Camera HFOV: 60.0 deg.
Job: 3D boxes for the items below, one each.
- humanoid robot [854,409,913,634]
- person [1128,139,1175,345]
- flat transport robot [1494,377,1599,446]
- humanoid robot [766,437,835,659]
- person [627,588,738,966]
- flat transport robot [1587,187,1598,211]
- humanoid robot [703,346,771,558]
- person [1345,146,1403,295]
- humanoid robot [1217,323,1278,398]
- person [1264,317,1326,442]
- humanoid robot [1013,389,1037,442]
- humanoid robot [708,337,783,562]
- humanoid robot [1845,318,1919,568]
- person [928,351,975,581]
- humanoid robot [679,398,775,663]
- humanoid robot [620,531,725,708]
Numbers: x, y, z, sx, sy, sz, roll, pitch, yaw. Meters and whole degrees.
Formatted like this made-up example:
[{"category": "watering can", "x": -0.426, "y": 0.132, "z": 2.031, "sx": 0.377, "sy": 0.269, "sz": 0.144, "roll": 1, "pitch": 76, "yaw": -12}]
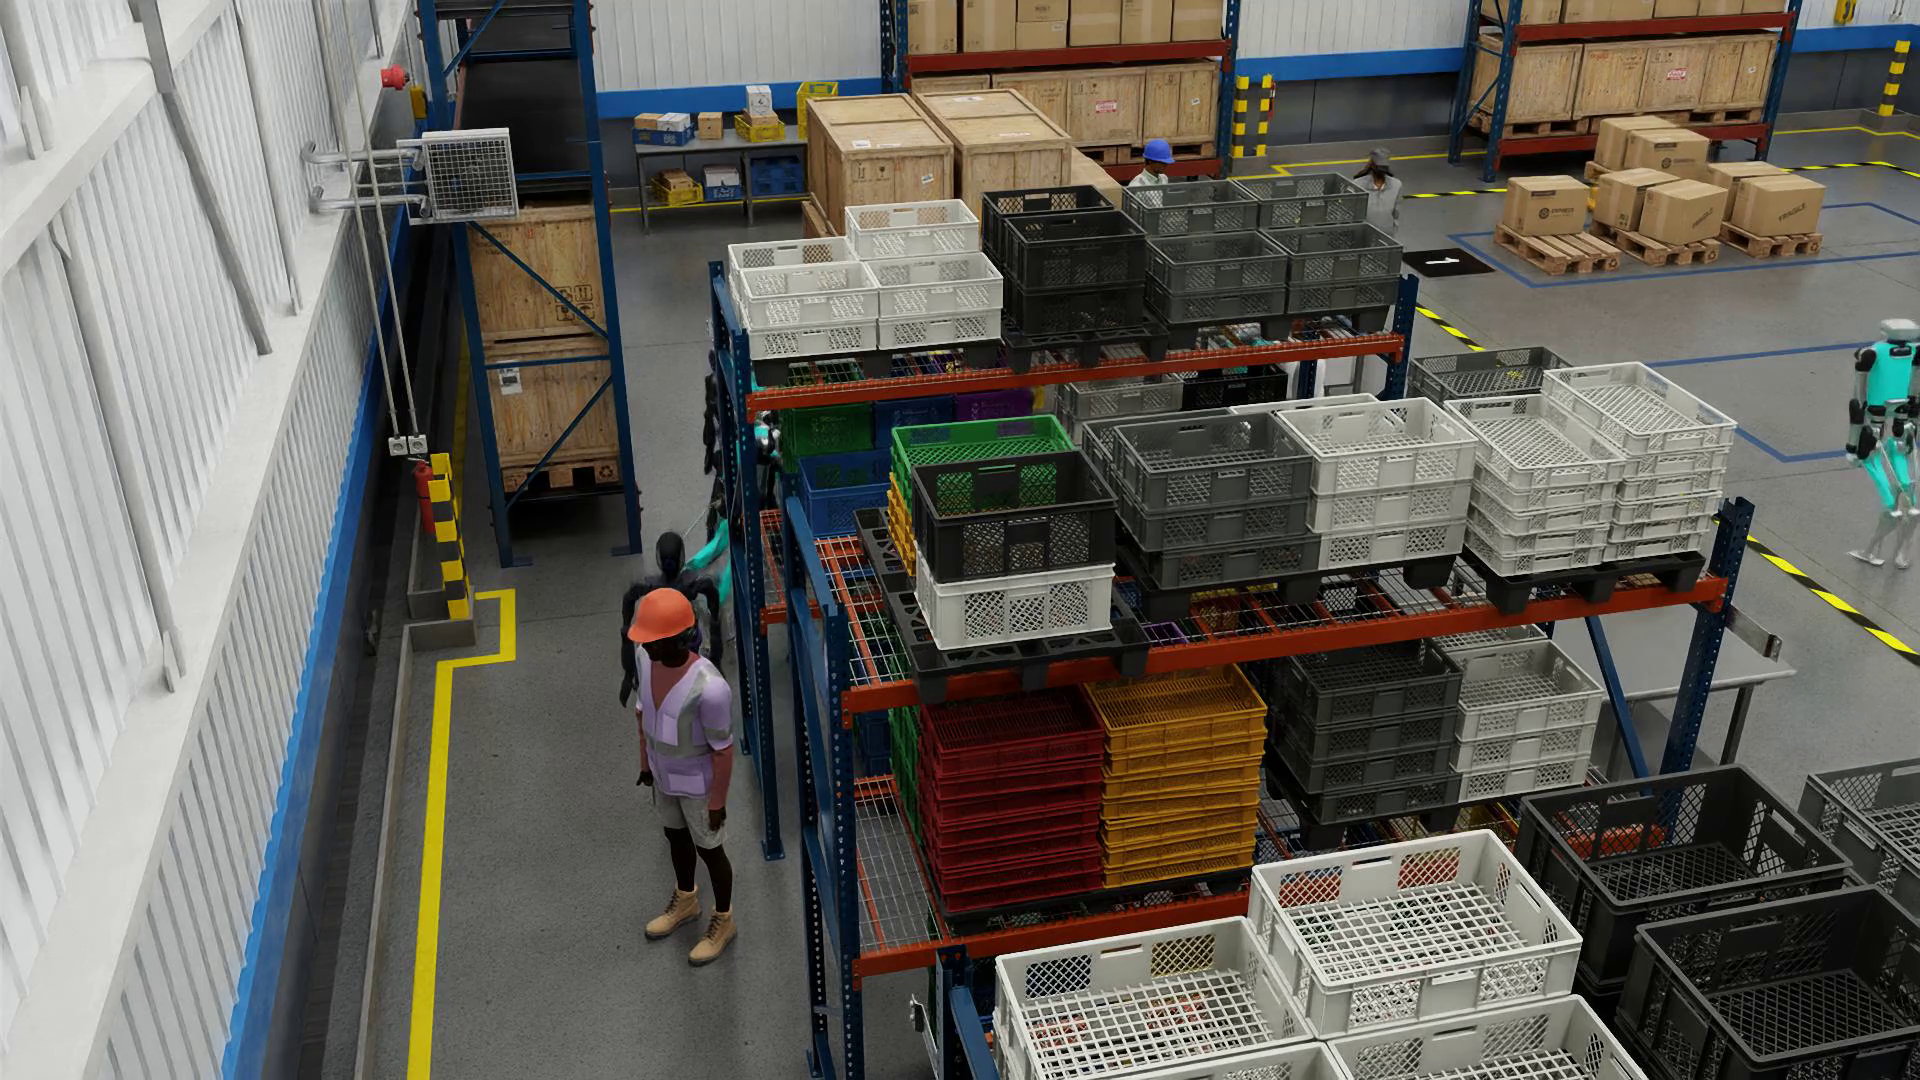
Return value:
[{"category": "humanoid robot", "x": -0.635, "y": -0.133, "z": 10.728, "sx": 0.868, "sy": 1.755, "sz": 0.531, "roll": 3, "pitch": 28, "yaw": 6}, {"category": "person", "x": 1.758, "y": -2.783, "z": 15.541, "sx": 0.412, "sy": 1.939, "sz": 0.602, "roll": 19, "pitch": 33, "yaw": 32}, {"category": "flat transport robot", "x": 4.780, "y": -1.036, "z": 14.013, "sx": 0.659, "sy": 0.231, "sz": 1.431, "roll": -6, "pitch": 28, "yaw": -12}, {"category": "humanoid robot", "x": -0.989, "y": 0.003, "z": 10.530, "sx": 0.583, "sy": 1.659, "sz": 0.358, "roll": 15, "pitch": 31, "yaw": 26}, {"category": "person", "x": -1.340, "y": 1.133, "z": 7.997, "sx": 0.606, "sy": 2.043, "sz": 0.375, "roll": 21, "pitch": 34, "yaw": 34}, {"category": "flat transport robot", "x": 8.099, "y": -4.054, "z": 19.707, "sx": 1.431, "sy": 0.197, "sz": 0.652, "roll": -6, "pitch": 28, "yaw": -12}, {"category": "humanoid robot", "x": -1.603, "y": -0.577, "z": 11.657, "sx": 0.616, "sy": 1.640, "sz": 0.614, "roll": 24, "pitch": 36, "yaw": 38}, {"category": "person", "x": 3.917, "y": -2.894, "z": 15.926, "sx": 0.564, "sy": 1.770, "sz": 0.394, "roll": -4, "pitch": 28, "yaw": -7}, {"category": "humanoid robot", "x": 2.266, "y": -0.809, "z": 12.051, "sx": 0.892, "sy": 1.761, "sz": 0.534, "roll": -19, "pitch": 33, "yaw": -31}, {"category": "person", "x": 2.361, "y": -0.815, "z": 11.864, "sx": 0.337, "sy": 1.879, "sz": 0.583, "roll": -17, "pitch": 32, "yaw": -30}, {"category": "humanoid robot", "x": 0.358, "y": -0.215, "z": 10.932, "sx": 0.598, "sy": 1.648, "sz": 0.353, "roll": 19, "pitch": 33, "yaw": 31}, {"category": "humanoid robot", "x": -1.287, "y": -0.515, "z": 11.460, "sx": 0.774, "sy": 1.788, "sz": 0.565, "roll": 20, "pitch": 34, "yaw": 33}, {"category": "humanoid robot", "x": 6.555, "y": -0.593, "z": 11.633, "sx": 0.558, "sy": 1.794, "sz": 0.807, "roll": -5, "pitch": 28, "yaw": -10}, {"category": "person", "x": -0.122, "y": -0.399, "z": 11.128, "sx": 0.404, "sy": 1.827, "sz": 0.600, "roll": 11, "pitch": 30, "yaw": 20}, {"category": "humanoid robot", "x": -1.549, "y": 0.024, "z": 10.544, "sx": 0.810, "sy": 1.867, "sz": 0.531, "roll": -16, "pitch": 32, "yaw": -28}, {"category": "humanoid robot", "x": -1.624, "y": 0.659, "z": 9.290, "sx": 0.593, "sy": 1.630, "sz": 0.535, "roll": -8, "pitch": 29, "yaw": -15}]
